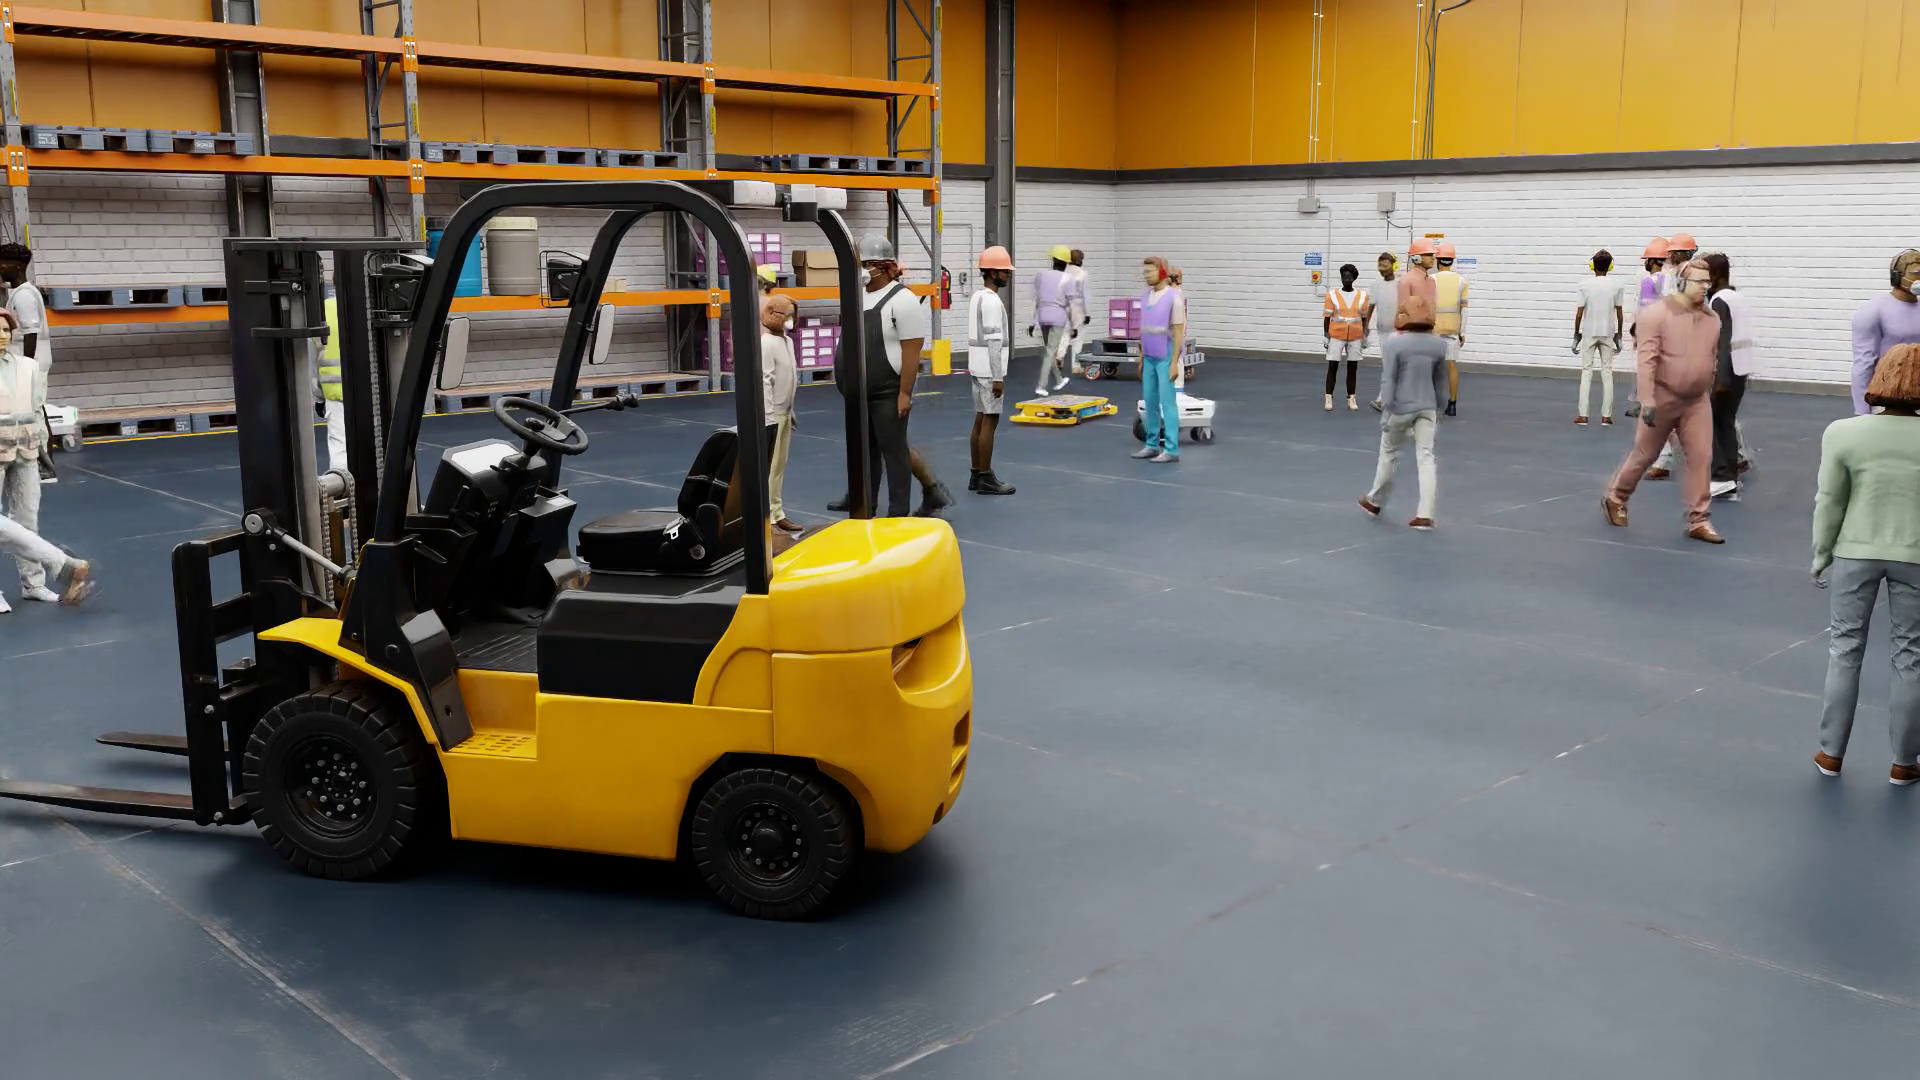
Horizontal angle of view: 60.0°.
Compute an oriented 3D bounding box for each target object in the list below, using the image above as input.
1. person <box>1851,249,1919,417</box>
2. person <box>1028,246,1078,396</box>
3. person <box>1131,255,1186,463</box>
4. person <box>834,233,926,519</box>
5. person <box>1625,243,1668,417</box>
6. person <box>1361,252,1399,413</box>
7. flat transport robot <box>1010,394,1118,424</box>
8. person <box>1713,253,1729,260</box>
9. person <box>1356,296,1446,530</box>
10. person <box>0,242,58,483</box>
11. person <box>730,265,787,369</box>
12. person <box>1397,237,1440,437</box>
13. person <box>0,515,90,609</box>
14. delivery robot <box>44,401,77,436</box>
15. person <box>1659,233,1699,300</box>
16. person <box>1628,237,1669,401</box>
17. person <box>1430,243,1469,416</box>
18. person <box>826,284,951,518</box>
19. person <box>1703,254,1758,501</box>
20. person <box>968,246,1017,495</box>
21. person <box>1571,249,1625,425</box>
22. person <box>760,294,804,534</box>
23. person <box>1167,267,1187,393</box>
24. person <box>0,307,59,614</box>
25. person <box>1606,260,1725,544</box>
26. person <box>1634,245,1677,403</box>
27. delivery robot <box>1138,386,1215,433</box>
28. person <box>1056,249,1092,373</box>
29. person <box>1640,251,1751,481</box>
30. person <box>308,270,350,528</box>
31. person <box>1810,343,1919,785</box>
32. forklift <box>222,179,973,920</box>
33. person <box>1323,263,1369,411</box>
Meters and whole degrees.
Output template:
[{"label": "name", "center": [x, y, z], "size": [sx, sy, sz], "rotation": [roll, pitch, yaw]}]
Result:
[{"label": "person", "center": [5.738, -0.806, 10.220], "size": [0.628, 1.940, 0.373], "rotation": [-4, 11, -20]}, {"label": "person", "center": [1.232, -2.773, 21.125], "size": [0.607, 1.867, 0.994], "rotation": [7, 12, 32]}, {"label": "person", "center": [1.811, -1.623, 14.927], "size": [0.372, 1.842, 0.573], "rotation": [-6, 12, -28]}, {"label": "person", "center": [-0.587, -1.031, 11.168], "size": [0.538, 2.000, 0.687], "rotation": [-10, 14, -42]}, {"label": "person", "center": [7.692, -2.329, 18.527], "size": [0.542, 1.939, 0.359], "rotation": [-8, 13, -39]}, {"label": "person", "center": [4.883, -2.362, 19.044], "size": [0.549, 1.809, 0.956], "rotation": [9, 14, 40]}, {"label": "flat transport robot", "center": [1.149, -1.436, 18.203], "size": [0.652, 0.197, 1.431], "rotation": [5, 12, 28]}, {"label": "person", "center": [7.428, -1.887, 16.373], "size": [0.443, 1.852, 0.578], "rotation": [2, 11, 11]}, {"label": "person", "center": [3.112, -0.902, 11.646], "size": [0.528, 1.592, 0.834], "rotation": [-2, 11, -13]}, {"label": "person", "center": [-7.626, -1.439, 13.593], "size": [0.367, 1.966, 0.607], "rotation": [-6, 12, -28]}, {"label": "person", "center": [-1.918, -1.754, 15.920], "size": [0.648, 1.728, 0.666], "rotation": [3, 11, 14]}, {"label": "person", "center": [4.639, -2.054, 16.866], "size": [0.375, 1.997, 0.611], "rotation": [10, 14, 42]}, {"label": "person", "center": [-5.127, -0.438, 8.553], "size": [0.991, 1.833, 0.602], "rotation": [-5, 11, -24]}, {"label": "delivery robot", "center": [-8.587, -1.111, 15.403], "size": [0.707, 0.478, 0.477], "rotation": [-9, 14, -41]}, {"label": "person", "center": [7.390, -2.132, 17.163], "size": [0.377, 2.045, 0.605], "rotation": [-4, 11, -20]}, {"label": "person", "center": [8.451, -2.670, 20.229], "size": [0.612, 1.995, 0.382], "rotation": [-2, 11, -8]}, {"label": "person", "center": [5.400, -2.354, 18.664], "size": [0.551, 1.934, 0.373], "rotation": [-1, 10, -5]}, {"label": "person", "center": [-0.503, -1.091, 11.938], "size": [0.990, 1.894, 0.555], "rotation": [3, 11, 18]}, {"label": "person", "center": [5.815, -1.222, 12.726], "size": [0.498, 1.850, 0.657], "rotation": [8, 13, 38]}, {"label": "person", "center": [0.259, -1.326, 13.055], "size": [0.371, 1.935, 0.551], "rotation": [-2, 11, -13]}, {"label": "person", "center": [6.812, -2.158, 17.772], "size": [0.519, 1.874, 0.326], "rotation": [3, 11, 14]}, {"label": "person", "center": [-1.220, -0.838, 11.224], "size": [0.289, 1.633, 0.501], "rotation": [3, 11, 13]}, {"label": "person", "center": [2.632, -2.545, 20.511], "size": [0.314, 1.641, 0.515], "rotation": [-1, 10, -4]}, {"label": "person", "center": [-5.178, -0.436, 9.016], "size": [0.308, 1.641, 0.514], "rotation": [5, 11, 25]}, {"label": "person", "center": [4.796, -0.955, 11.238], "size": [0.647, 1.869, 0.942], "rotation": [-2, 11, -11]}, {"label": "person", "center": [8.427, -2.563, 19.891], "size": [0.643, 1.908, 0.406], "rotation": [0, 10, 0]}, {"label": "delivery robot", "center": [2.104, -1.253, 16.174], "size": [0.707, 0.478, 0.477], "rotation": [-2, 11, -13]}, {"label": "person", "center": [1.659, -3.347, 24.388], "size": [0.643, 1.821, 0.450], "rotation": [7, 13, 35]}, {"label": "person", "center": [6.169, -1.427, 13.736], "size": [0.998, 1.900, 0.644], "rotation": [-3, 11, -16]}, {"label": "person", "center": [-4.177, -0.995, 11.521], "size": [0.626, 1.840, 0.430], "rotation": [1, 10, 3]}, {"label": "person", "center": [3.429, 0.091, 6.158], "size": [0.507, 1.633, 0.277], "rotation": [6, 12, 30]}, {"label": "forklift", "center": [-1.114, -0.058, 5.440], "size": [2.313, 2.155, 1.214], "rotation": [2, 11, 13]}, {"label": "person", "center": [4.455, -2.338, 19.223], "size": [0.540, 1.698, 0.318], "rotation": [0, 10, 1]}]
